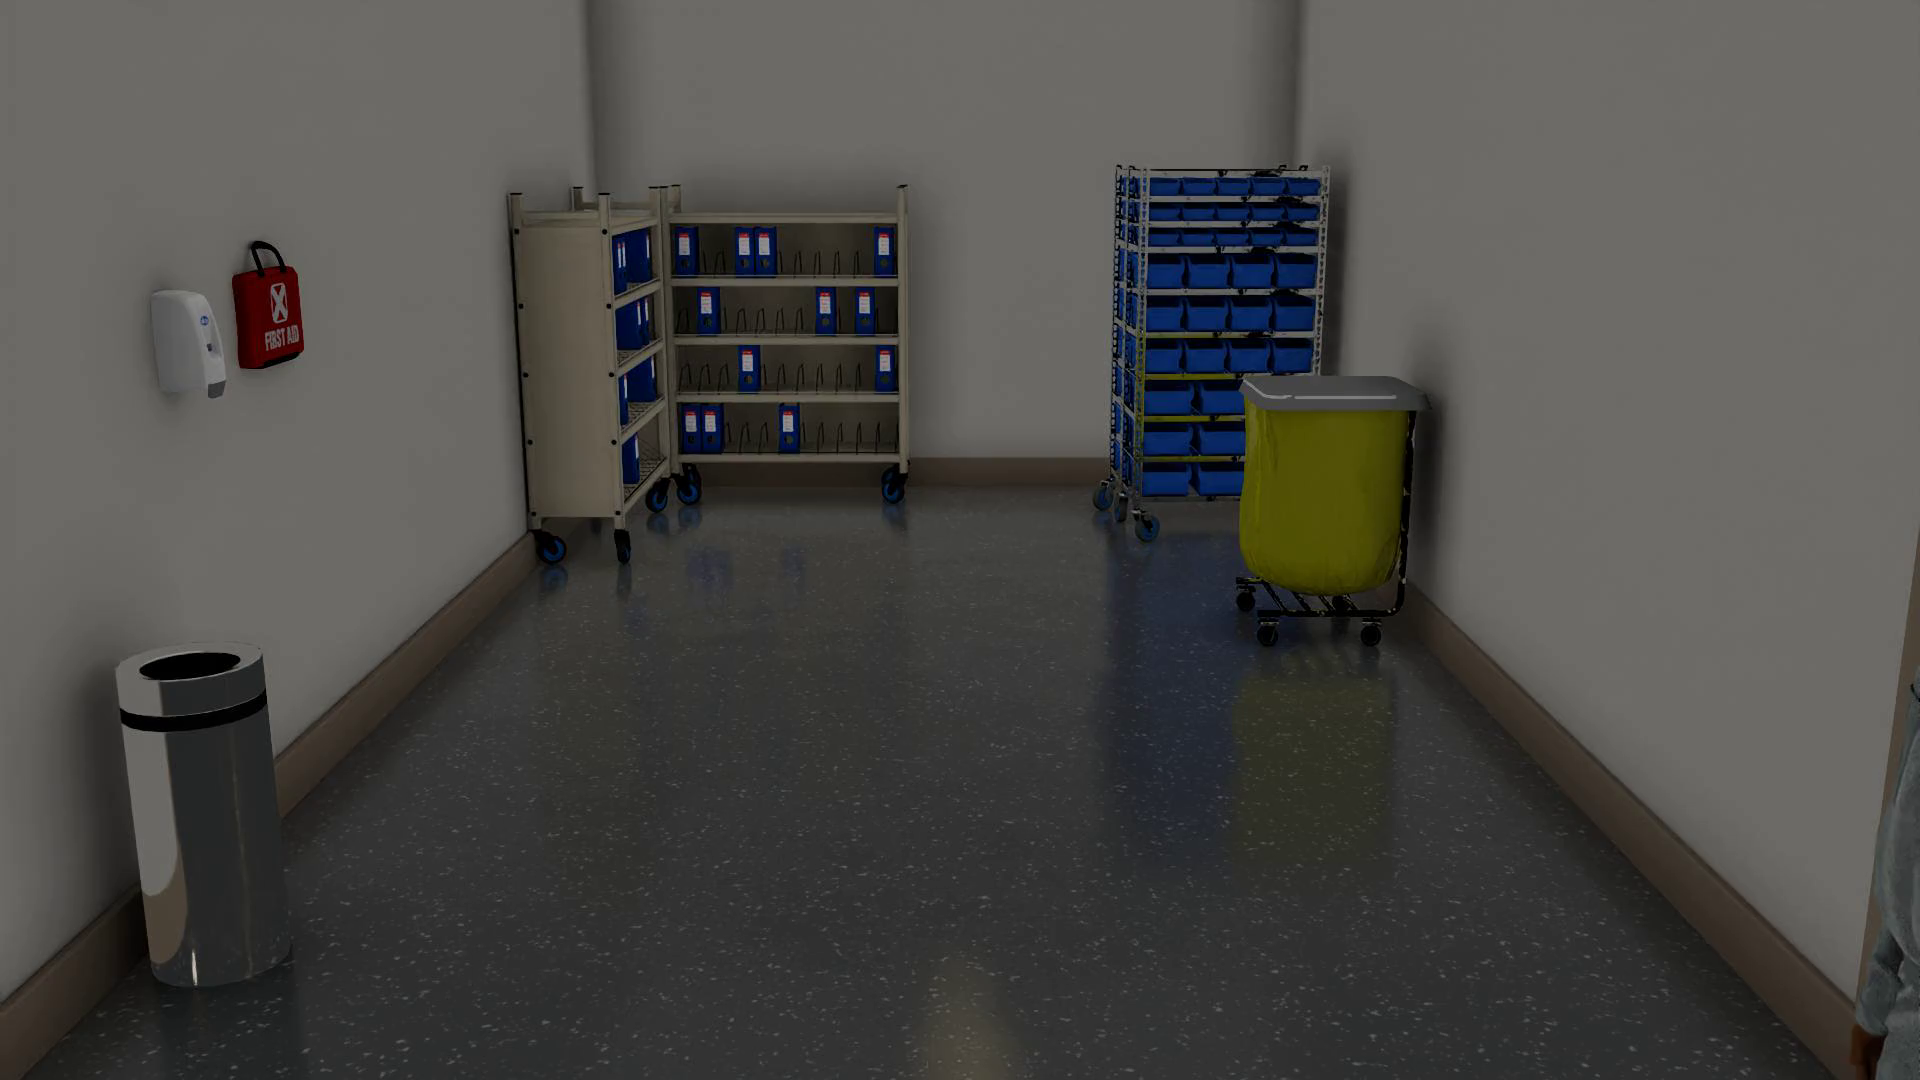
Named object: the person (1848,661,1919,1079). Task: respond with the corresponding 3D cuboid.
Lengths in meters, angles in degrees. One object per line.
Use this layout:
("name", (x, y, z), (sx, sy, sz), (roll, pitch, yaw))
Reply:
("person", (1.094, 0.578, 1.750), (0.307, 1.745, 0.484), (0, 13, 2))
